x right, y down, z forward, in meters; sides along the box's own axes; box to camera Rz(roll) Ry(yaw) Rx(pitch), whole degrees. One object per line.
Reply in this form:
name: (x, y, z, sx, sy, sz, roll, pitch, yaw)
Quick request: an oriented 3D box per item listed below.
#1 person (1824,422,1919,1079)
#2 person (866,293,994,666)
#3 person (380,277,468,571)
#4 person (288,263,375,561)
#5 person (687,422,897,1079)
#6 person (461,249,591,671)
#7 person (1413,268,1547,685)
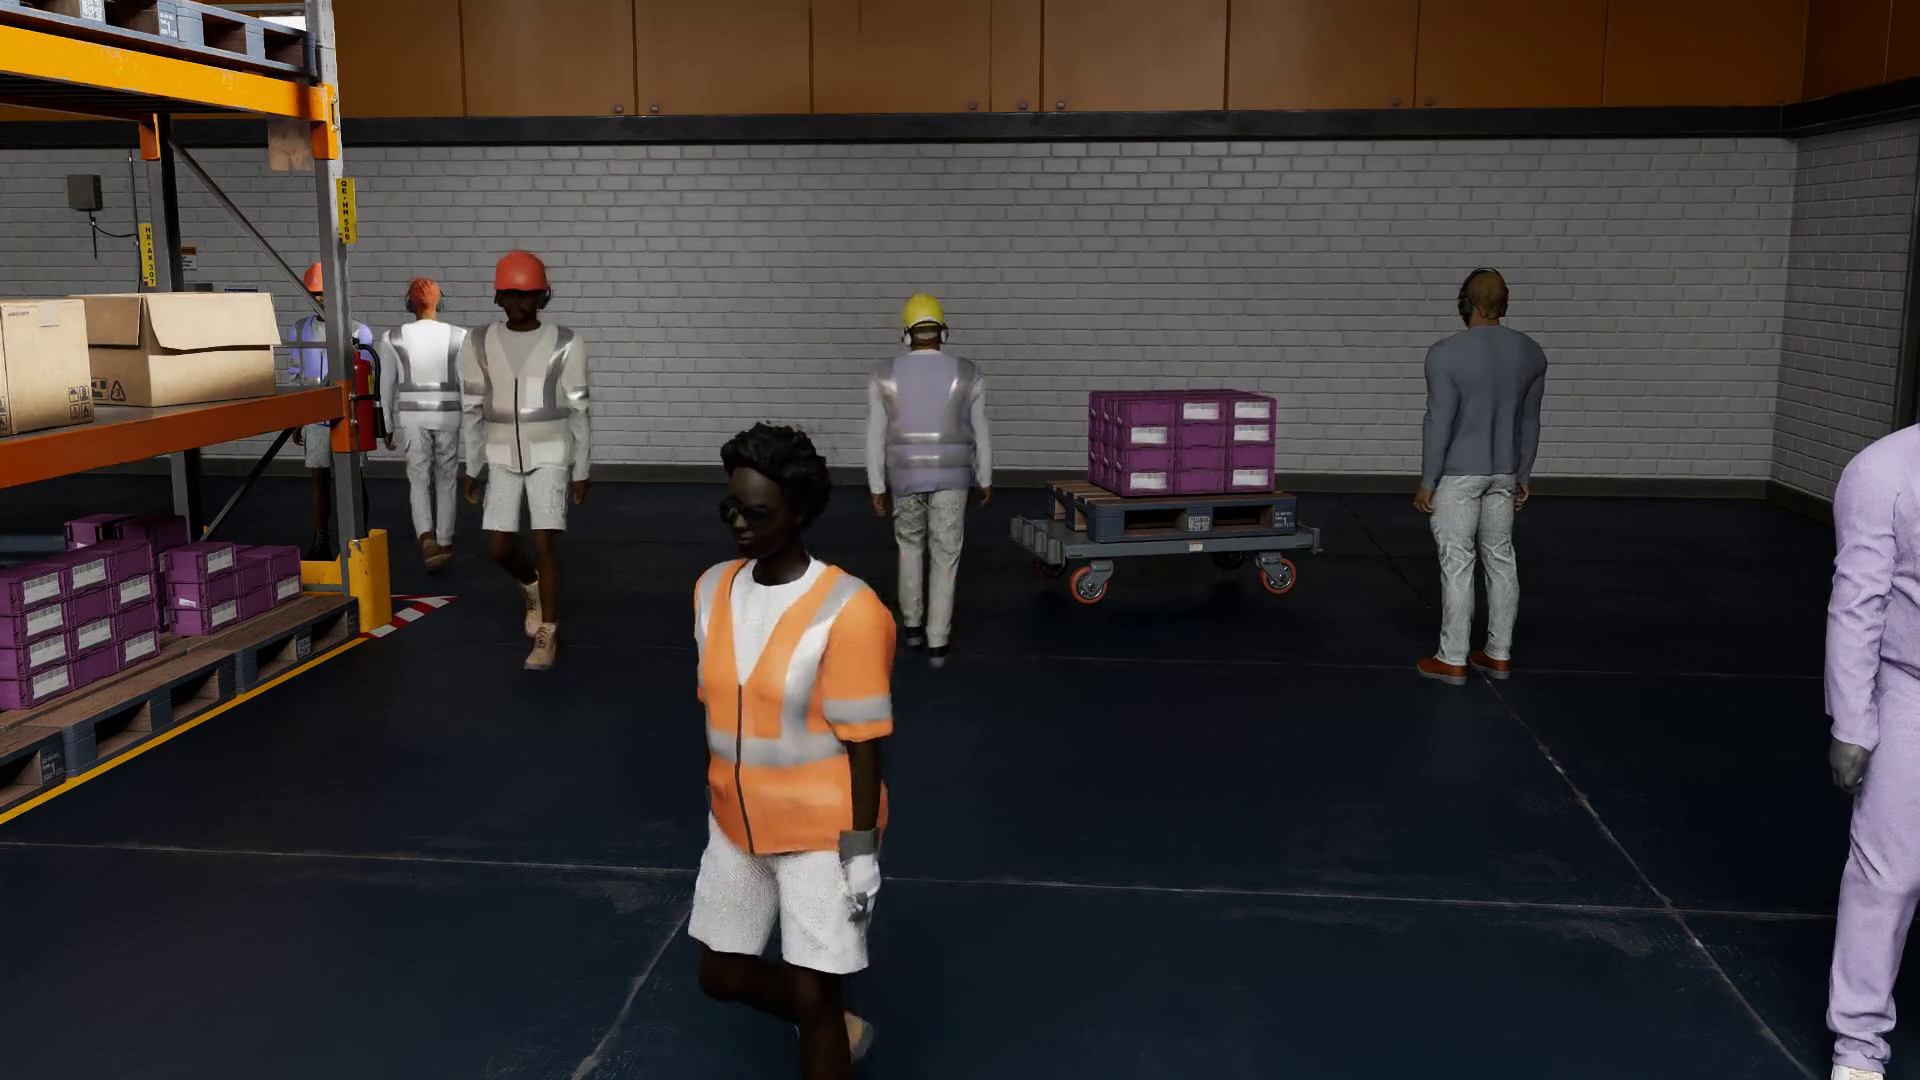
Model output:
person: (2.302, 0.423, 3.777, 0.641, 1.908, 0.407, 0, 10, 3)
person: (-0.135, -0.314, 8.285, 0.606, 1.803, 0.724, 1, 10, 7)
person: (-3.387, -0.742, 10.620, 0.586, 1.856, 0.859, -3, 10, -18)
person: (-3.997, -0.784, 10.591, 0.543, 1.940, 0.361, 0, 10, 1)
person: (-0.325, 0.584, 3.489, 0.543, 1.685, 0.448, 7, 12, 35)
person: (-2.100, -0.397, 8.130, 0.630, 2.025, 0.582, 0, 10, 2)
person: (2.410, -0.292, 7.773, 0.638, 1.938, 0.356, -4, 11, -20)
